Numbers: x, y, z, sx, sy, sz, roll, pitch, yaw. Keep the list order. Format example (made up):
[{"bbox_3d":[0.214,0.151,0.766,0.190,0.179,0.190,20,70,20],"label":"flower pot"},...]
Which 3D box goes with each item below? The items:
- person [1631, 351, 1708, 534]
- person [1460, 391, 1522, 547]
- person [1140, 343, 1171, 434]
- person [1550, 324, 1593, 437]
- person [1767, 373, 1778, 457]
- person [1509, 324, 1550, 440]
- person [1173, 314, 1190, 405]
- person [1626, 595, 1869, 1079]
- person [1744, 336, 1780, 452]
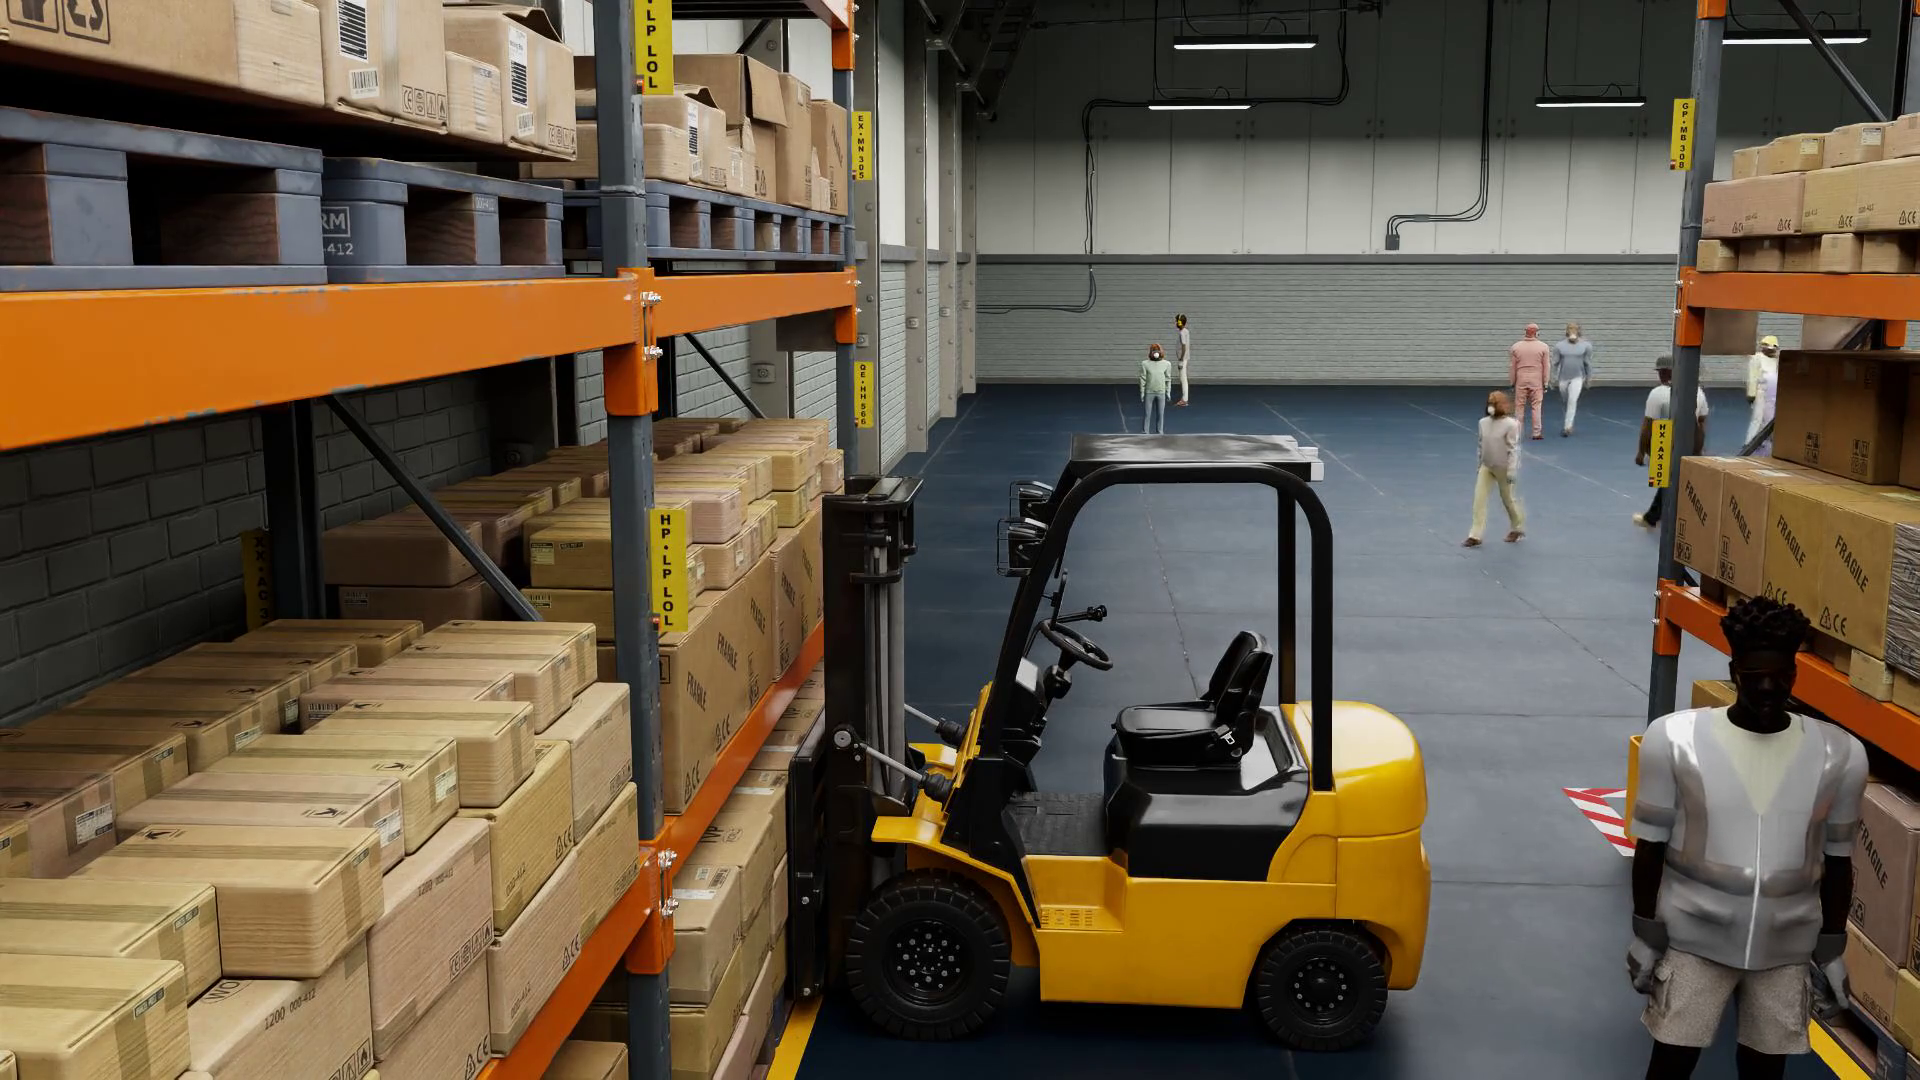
[{"bbox_3d":[7.325,-1.000,17.299,0.690,2.000,1.011,-4,10,-24],"label":"person"},{"bbox_3d":[5.511,-0.734,17.037,0.832,1.593,0.510,-7,11,-35],"label":"person"},{"bbox_3d":[3.123,-2.328,26.576,0.501,1.633,0.285,0,9,0],"label":"person"},{"bbox_3d":[10.304,-2.694,28.053,0.643,1.889,1.043,6,11,30],"label":"person"},{"bbox_3d":[9.947,-1.355,19.962,0.643,1.876,0.851,0,9,-3],"label":"person"},{"bbox_3d":[9.400,-2.606,27.440,0.639,1.909,0.407,5,11,29],"label":"person"},{"bbox_3d":[4.550,-3.687,34.119,0.325,1.865,0.516,2,10,13],"label":"person"},{"bbox_3d":[2.200,1.116,4.701,0.607,1.966,0.374,2,10,13],"label":"person"},{"bbox_3d":[12.389,-2.253,25.727,0.641,1.774,0.405,-7,12,-36],"label":"person"}]
